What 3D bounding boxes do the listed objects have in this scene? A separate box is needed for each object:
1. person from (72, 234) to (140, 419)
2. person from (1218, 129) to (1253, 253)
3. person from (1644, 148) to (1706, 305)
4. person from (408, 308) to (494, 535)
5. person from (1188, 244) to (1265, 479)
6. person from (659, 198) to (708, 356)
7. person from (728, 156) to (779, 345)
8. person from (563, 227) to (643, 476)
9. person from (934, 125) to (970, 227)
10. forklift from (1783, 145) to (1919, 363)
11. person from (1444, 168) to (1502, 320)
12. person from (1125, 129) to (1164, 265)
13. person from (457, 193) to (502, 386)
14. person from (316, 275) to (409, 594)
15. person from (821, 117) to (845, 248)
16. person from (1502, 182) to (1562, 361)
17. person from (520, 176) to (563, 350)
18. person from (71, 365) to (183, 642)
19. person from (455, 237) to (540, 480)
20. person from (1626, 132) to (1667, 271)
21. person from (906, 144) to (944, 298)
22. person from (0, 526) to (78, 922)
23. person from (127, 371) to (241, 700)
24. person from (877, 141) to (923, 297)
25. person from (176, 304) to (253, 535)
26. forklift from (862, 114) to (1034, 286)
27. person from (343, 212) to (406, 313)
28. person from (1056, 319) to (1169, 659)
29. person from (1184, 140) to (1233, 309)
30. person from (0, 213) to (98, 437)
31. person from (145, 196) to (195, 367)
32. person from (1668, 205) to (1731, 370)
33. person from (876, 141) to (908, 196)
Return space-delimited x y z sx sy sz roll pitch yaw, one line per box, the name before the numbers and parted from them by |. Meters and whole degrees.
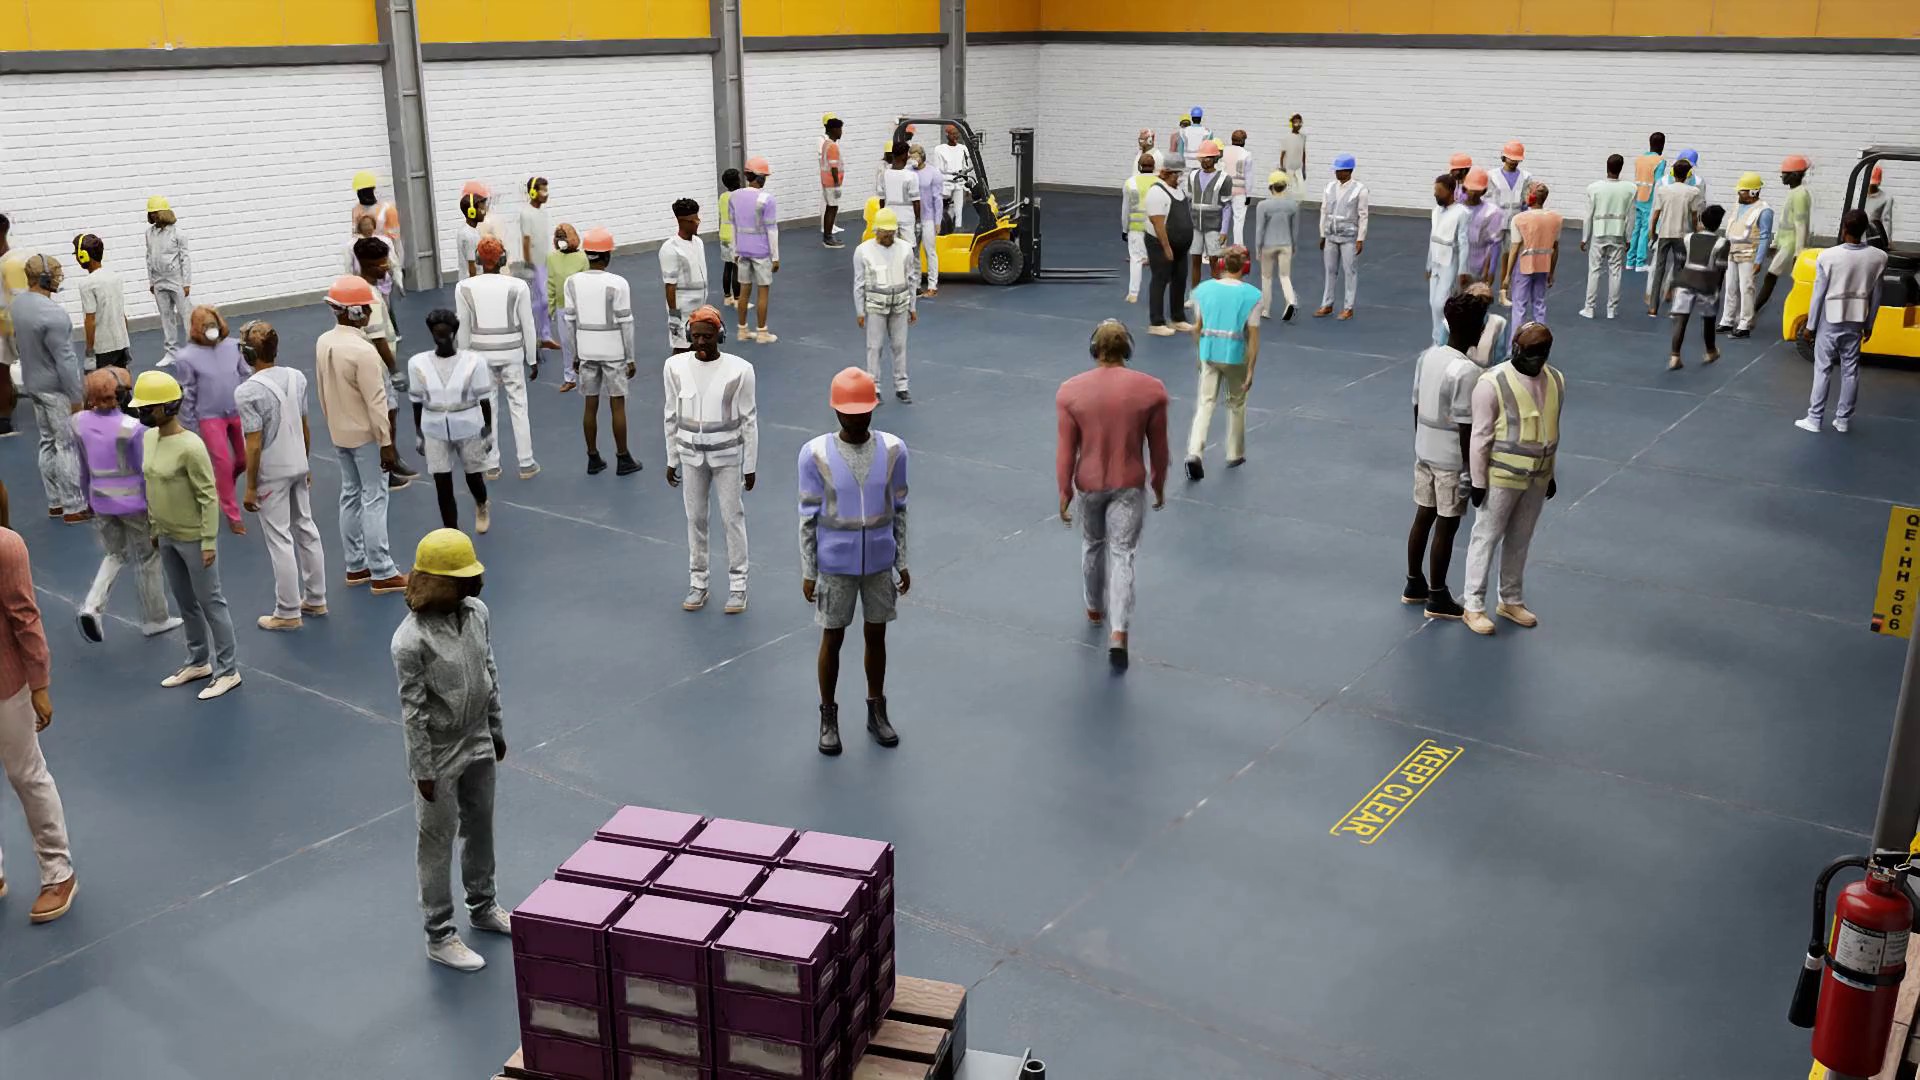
person | -6.816 -1.508 13.284 0.333 1.856 0.526 2 18 5
person | 4.104 -5.181 24.802 0.617 1.835 0.428 17 24 42
person | 8.810 -3.860 20.522 0.631 1.921 0.533 2 18 6
person | -3.383 -0.734 11.136 0.541 1.681 0.606 -2 18 -8
person | 2.059 -1.389 12.985 0.564 1.810 0.895 8 19 23
person | -2.426 -2.066 14.837 0.363 1.963 0.612 6 19 19
person | -2.209 -3.140 18.109 0.613 2.028 0.409 10 20 29
person | -2.790 -1.467 13.011 0.548 1.937 0.379 4 18 13
person | -0.122 -5.337 25.202 0.575 1.884 0.355 -7 19 -21
forklift | 9.803 -2.879 17.013 2.313 2.155 1.214 12 21 33
person | 5.323 -2.905 17.464 0.633 1.972 0.992 9 20 25
person | 2.643 -4.906 23.818 0.409 1.907 0.648 -8 19 -22
person | -4.679 -2.410 16.094 0.322 1.861 0.511 -6 19 -17
person | -3.721 -0.652 10.371 0.625 1.991 0.390 15 23 38
person | -1.947 -5.488 25.562 0.378 1.956 0.609 -4 18 -11
person | 5.903 -2.756 17.185 0.570 1.849 0.379 -4 18 -14
person | -4.530 -2.933 17.738 0.471 1.851 0.549 4 18 12
person | -4.813 -0.184 9.503 0.524 1.621 0.553 4 18 12
person | -3.569 -1.398 12.883 0.585 1.882 0.337 -2 18 -6
person | 9.590 -4.720 23.236 0.397 1.911 0.588 -4 18 -12
person | -0.508 -4.042 21.089 0.637 1.929 0.380 8 20 24
person | -3.908 0.581 6.543 0.624 1.980 0.410 -2 18 -7
person | -4.112 -0.023 8.775 0.535 1.767 0.316 12 21 32
person | -0.745 -4.044 21.025 0.604 1.966 0.367 9 20 27
person | -5.197 -0.868 11.662 0.589 1.613 0.505 16 24 41
forklift | -0.171 -4.594 22.377 2.313 2.155 1.214 1 18 3
person | -5.918 -2.514 16.834 0.528 1.590 0.859 -12 22 -34
person | 0.861 -0.298 9.440 0.646 1.897 1.016 2 18 5
person | 2.967 -3.789 20.105 0.607 2.044 0.378 12 21 34
person | -8.009 -1.835 14.203 0.925 1.921 0.617 -14 23 -38
person | -8.062 -2.628 16.957 0.485 1.744 0.295 4 18 11
person | 7.559 -2.580 16.953 0.538 1.644 0.858 16 24 41
person | -0.971 -4.849 23.904 0.493 1.743 0.295 3 18 10
